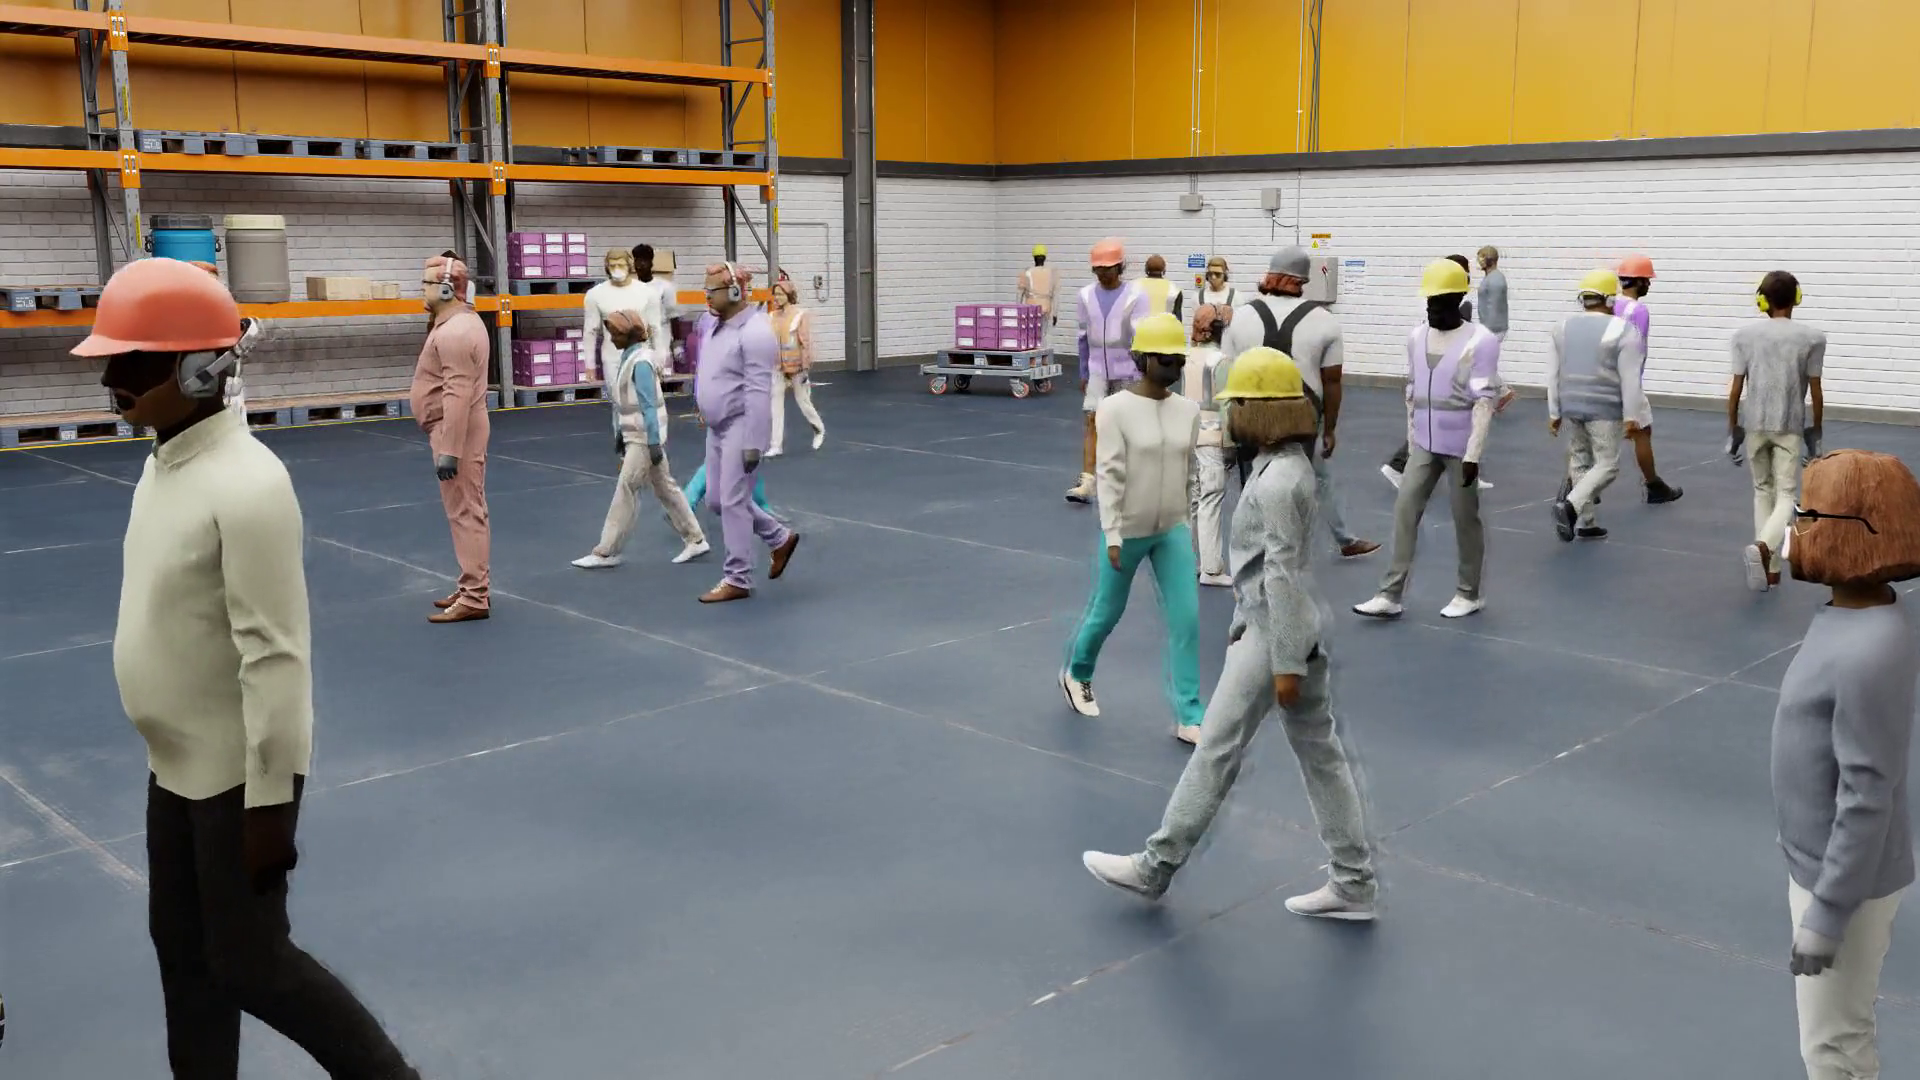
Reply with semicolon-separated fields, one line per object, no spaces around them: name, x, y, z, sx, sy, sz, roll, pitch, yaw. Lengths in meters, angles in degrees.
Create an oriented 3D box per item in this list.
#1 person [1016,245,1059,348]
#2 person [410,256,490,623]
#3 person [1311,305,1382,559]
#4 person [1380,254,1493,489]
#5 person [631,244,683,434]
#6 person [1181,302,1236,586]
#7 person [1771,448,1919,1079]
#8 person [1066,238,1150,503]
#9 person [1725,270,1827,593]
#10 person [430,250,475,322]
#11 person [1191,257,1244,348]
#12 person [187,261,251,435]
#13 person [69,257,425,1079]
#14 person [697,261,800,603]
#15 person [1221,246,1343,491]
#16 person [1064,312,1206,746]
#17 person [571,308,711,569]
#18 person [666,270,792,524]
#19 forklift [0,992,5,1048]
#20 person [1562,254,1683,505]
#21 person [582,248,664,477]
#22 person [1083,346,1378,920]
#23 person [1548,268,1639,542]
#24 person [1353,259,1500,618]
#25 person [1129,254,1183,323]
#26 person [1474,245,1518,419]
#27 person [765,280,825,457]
person;1.127;-3.354;24.294;0.600;1.873;0.984;-2;11;-13
person;-2.673;-0.526;8.768;0.409;1.913;0.639;-2;11;-11
person;2.200;-0.666;10.398;0.850;1.585;0.507;1;10;8
person;3.797;-1.310;13.134;0.946;1.889;0.597;-2;11;-9
person;-3.131;-1.943;16.441;0.612;1.919;0.963;5;11;24
person;1.438;-0.551;9.642;0.308;1.641;0.517;-4;11;-22
person;1.646;0.641;3.157;0.280;1.634;0.498;5;11;25
person;1.128;-1.255;12.520;0.647;1.982;1.005;6;12;28
person;4.580;-0.600;9.397;0.512;1.836;0.752;8;13;36
person;-5.469;-2.185;17.965;0.515;1.861;0.322;-2;11;-13
person;2.368;-1.693;15.380;0.513;1.827;0.491;3;11;17
person;-4.132;-0.585;9.169;0.355;1.883;0.573;3;11;18
person;-1.480;0.429;3.381;0.587;1.993;0.631;-9;14;-41
person;-1.179;-0.601;9.250;0.618;1.883;0.652;-7;12;-32
person;1.838;-0.736;9.555;0.685;2.000;1.096;3;11;15
person;0.728;-0.062;6.739;0.524;1.726;0.888;-5;12;-25
person;-1.927;-0.610;10.106;0.856;1.587;0.529;-3;11;-17
person;-1.599;-0.940;11.322;0.947;1.807;0.573;-6;12;-31
forklift;-3.245;0.323;3.363;2.313;2.155;1.214;2;11;13
person;4.993;-1.190;12.468;0.980;1.884;0.561;-3;11;-13
person;-2.818;-1.468;13.899;0.656;1.907;0.845;-1;10;-6
person;0.837;0.285;4.903;0.894;1.691;0.510;3;11;17
person;4.086;-0.855;10.814;0.675;1.816;0.603;-7;13;-35
person;2.455;-0.496;8.637;0.898;1.887;0.609;-7;13;-34
person;2.045;-2.117;17.672;0.640;1.828;0.630;1;10;4
person;5.854;-2.274;18.296;0.478;1.924;0.625;2;11;12
person;-1.541;-1.593;15.379;0.514;1.617;0.725;5;12;27
